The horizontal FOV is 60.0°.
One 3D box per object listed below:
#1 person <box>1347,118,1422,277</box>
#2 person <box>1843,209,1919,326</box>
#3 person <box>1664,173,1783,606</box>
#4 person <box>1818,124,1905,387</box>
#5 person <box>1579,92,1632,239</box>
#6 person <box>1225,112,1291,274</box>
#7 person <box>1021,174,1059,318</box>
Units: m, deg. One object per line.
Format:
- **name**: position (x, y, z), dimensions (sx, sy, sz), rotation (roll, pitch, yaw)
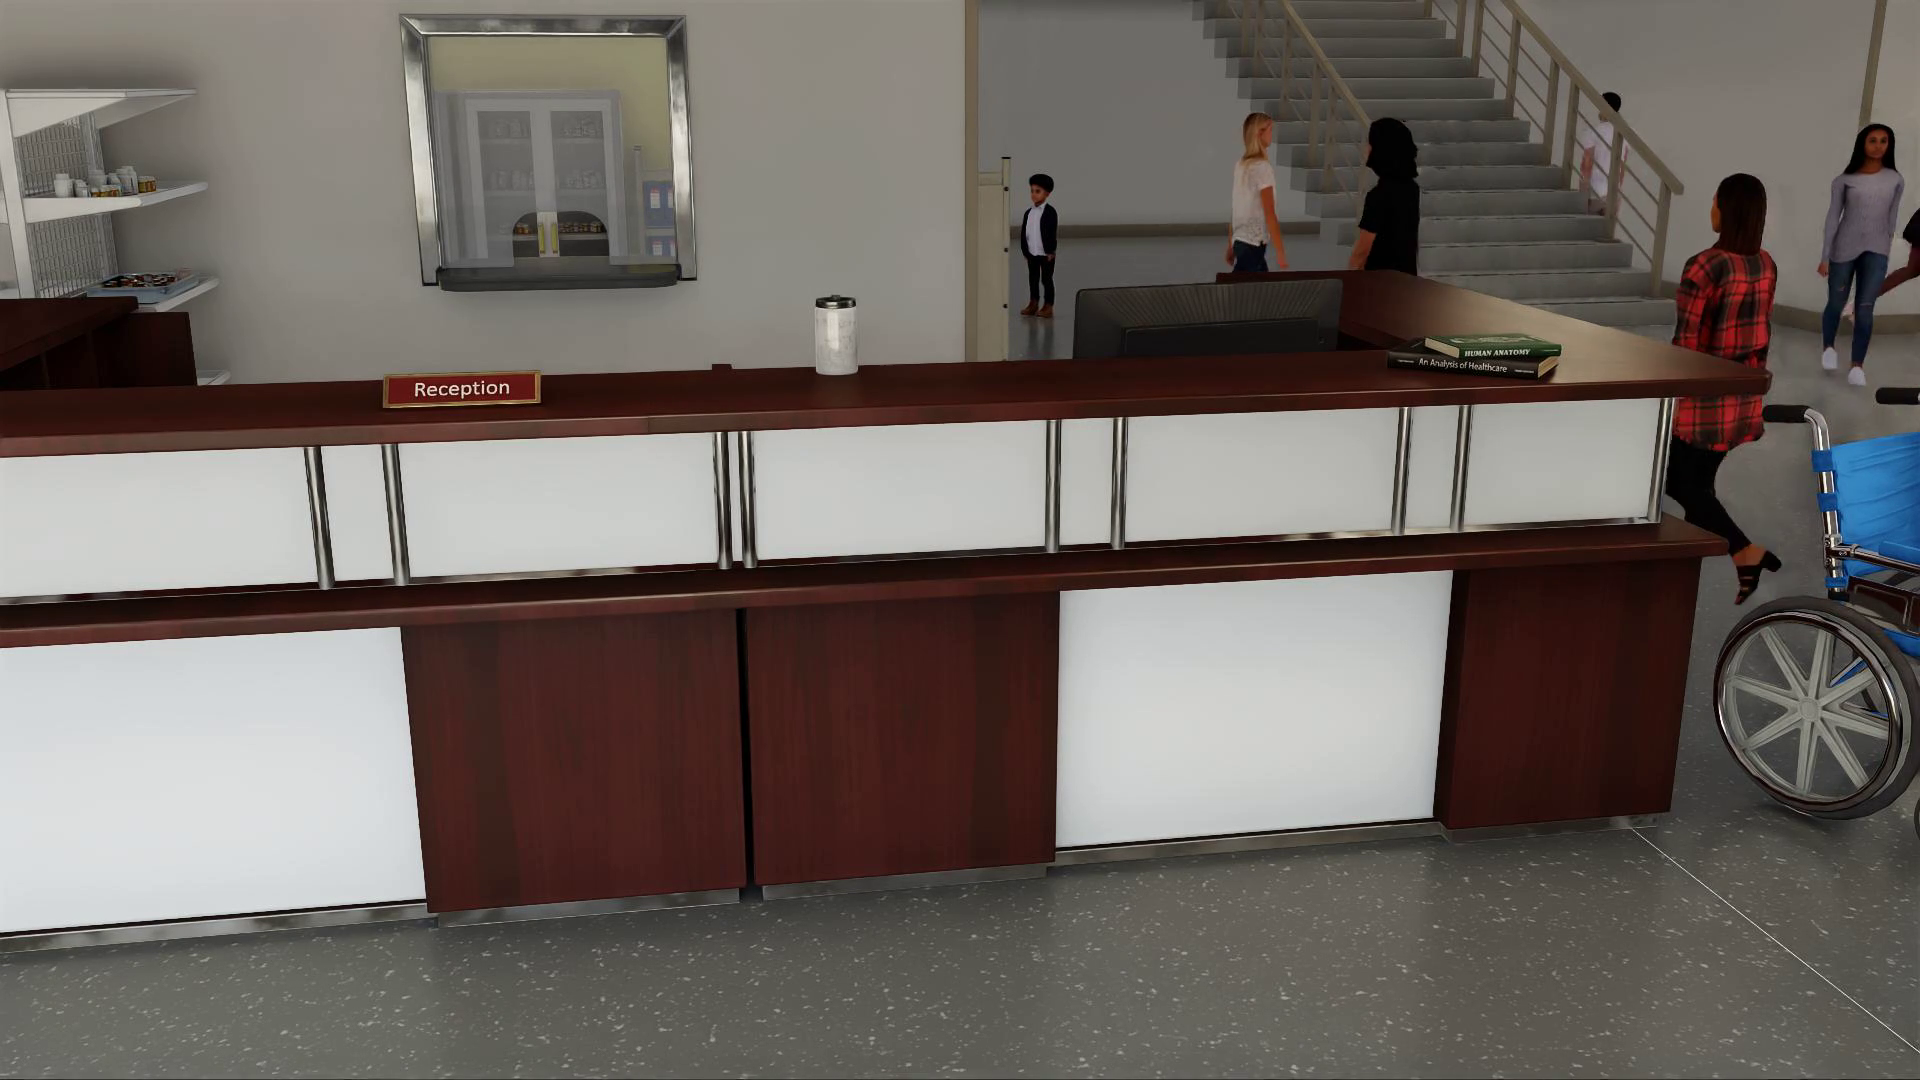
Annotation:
- **person**: position (2.398, -1.343, 9.020), dimensions (1.134, 1.808, 1.065), rotation (11, 19, 35)
- **person**: position (7.396, -2.386, 12.846), dimensions (0.994, 1.752, 1.084), rotation (6, 17, 20)
- **person**: position (2.930, -0.521, 6.344), dimensions (0.751, 1.690, 0.944), rotation (-7, 17, -23)
- **person**: position (6.056, -1.912, 11.290), dimensions (1.001, 1.685, 1.268), rotation (5, 16, 16)
- **person**: position (5.977, -3.151, 15.398), dimensions (0.687, 1.840, 1.120), rotation (-3, 16, -11)
- **person**: position (1.851, -1.910, 11.137), dimensions (0.694, 1.764, 1.078), rotation (-2, 16, -9)
- **person**: position (0.704, -2.549, 14.399), dimensions (0.571, 1.223, 0.637), rotation (12, 20, 36)
